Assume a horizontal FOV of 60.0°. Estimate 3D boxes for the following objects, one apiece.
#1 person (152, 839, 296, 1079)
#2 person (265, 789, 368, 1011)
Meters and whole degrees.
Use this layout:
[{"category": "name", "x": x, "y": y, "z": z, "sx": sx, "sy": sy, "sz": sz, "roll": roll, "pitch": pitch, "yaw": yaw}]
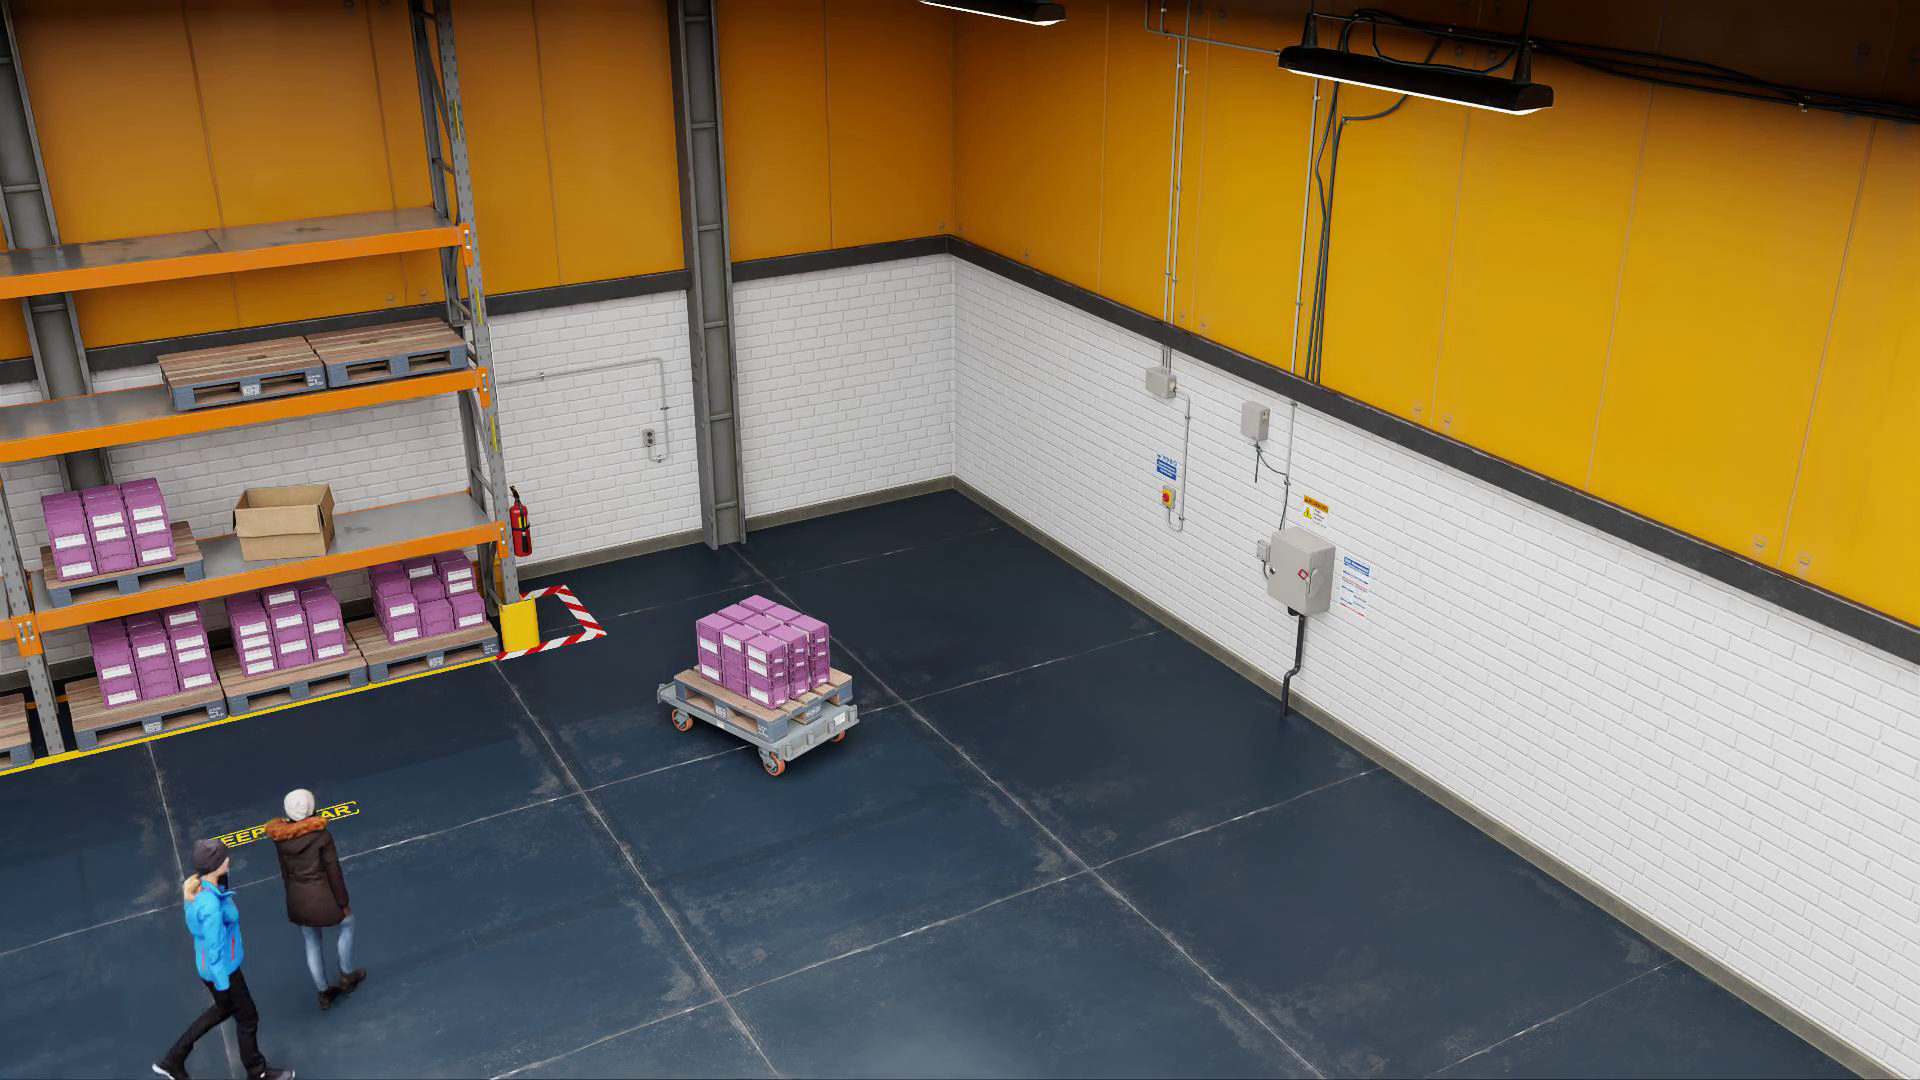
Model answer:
[{"category": "person", "x": -4.598, "y": 2.632, "z": 10.149, "sx": 0.976, "sy": 1.779, "sz": 0.625, "roll": -10, "pitch": 26, "yaw": -22}, {"category": "person", "x": -4.251, "y": 2.387, "z": 10.900, "sx": 0.780, "sy": 1.627, "sz": 0.846, "roll": 3, "pitch": 24, "yaw": 6}]
